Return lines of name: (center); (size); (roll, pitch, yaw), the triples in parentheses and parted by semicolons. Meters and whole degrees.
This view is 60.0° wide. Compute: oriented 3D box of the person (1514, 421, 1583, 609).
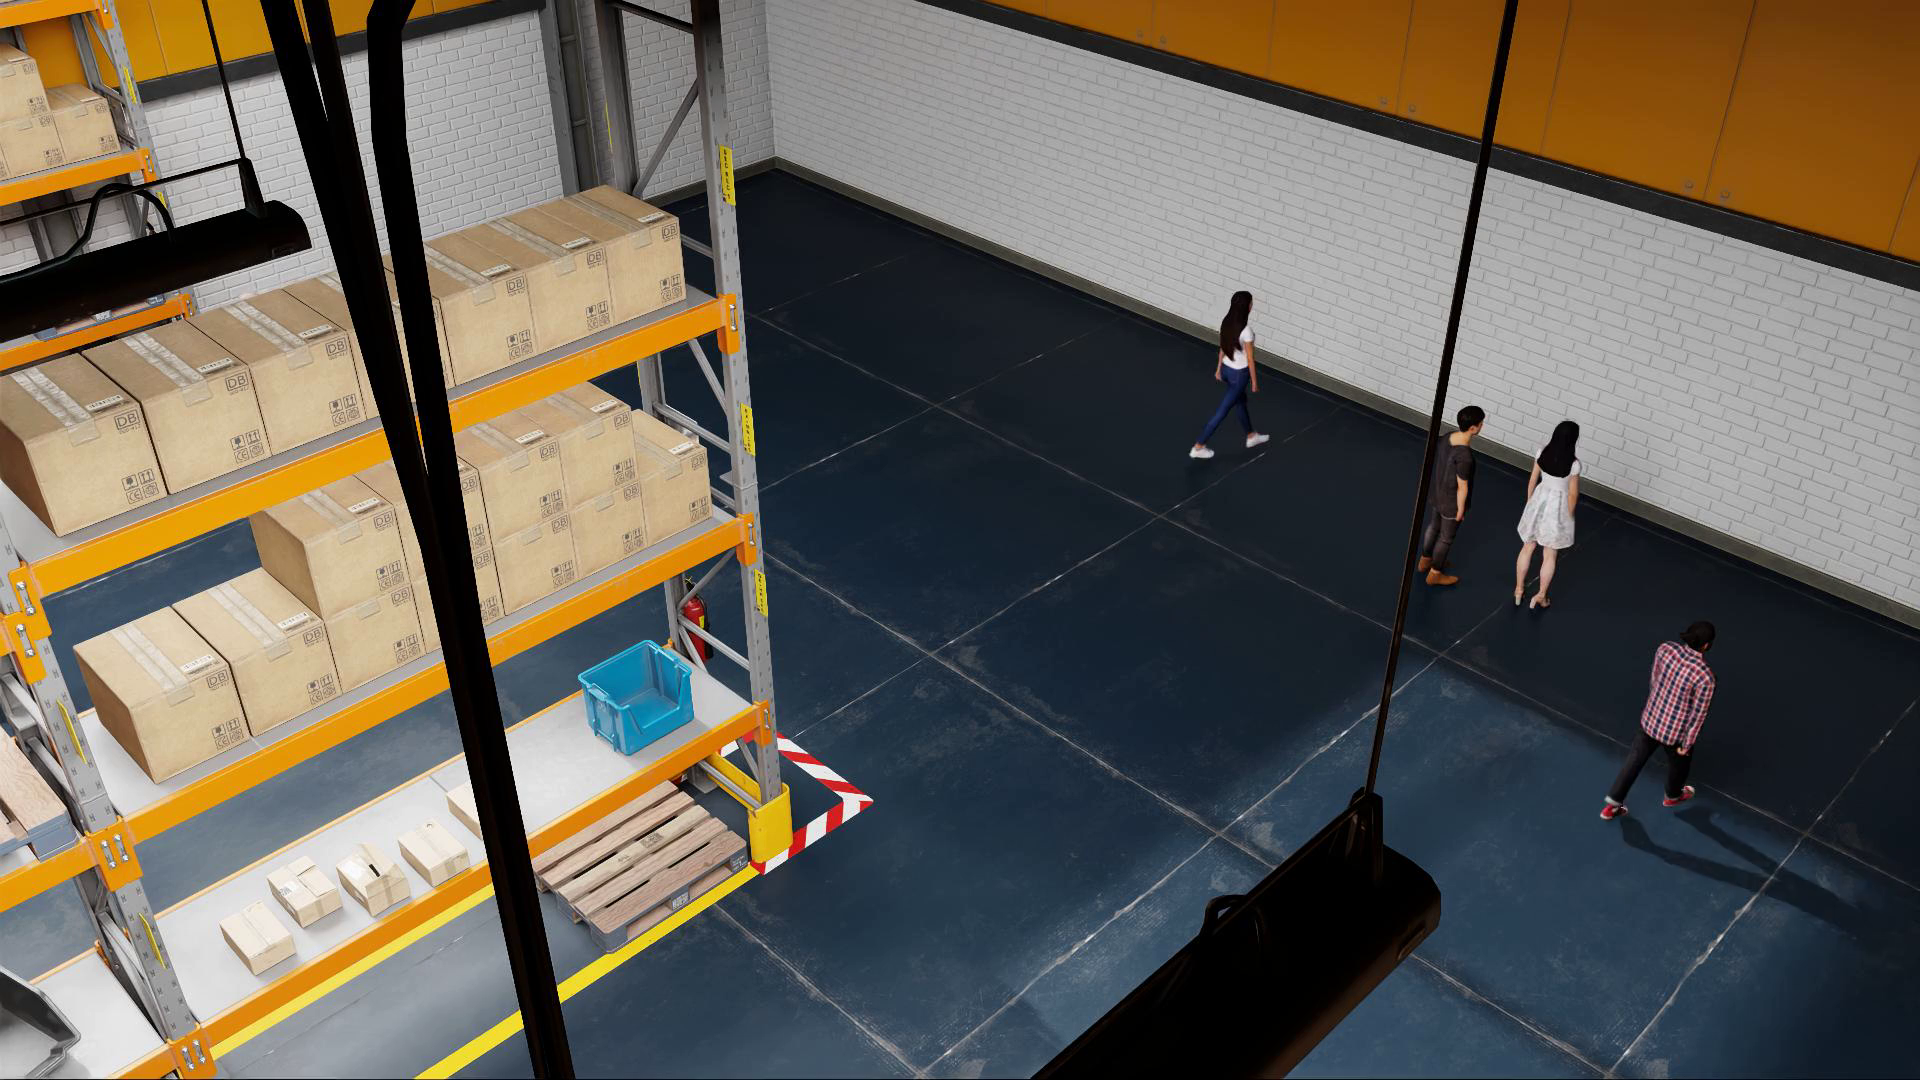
person: (4.925, -0.213, 13.924); (0.636, 1.774, 0.625); (28, 43, 35)

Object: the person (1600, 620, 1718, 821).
person: (4.923, 1.295, 11.691); (1.149, 1.734, 0.845); (-19, 38, -26)

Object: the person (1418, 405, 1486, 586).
person: (4.197, -0.399, 14.261); (0.725, 1.713, 0.699); (-6, 34, -9)

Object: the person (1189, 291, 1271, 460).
person: (2.553, -1.528, 15.946); (1.221, 1.727, 0.925); (-13, 36, -18)
